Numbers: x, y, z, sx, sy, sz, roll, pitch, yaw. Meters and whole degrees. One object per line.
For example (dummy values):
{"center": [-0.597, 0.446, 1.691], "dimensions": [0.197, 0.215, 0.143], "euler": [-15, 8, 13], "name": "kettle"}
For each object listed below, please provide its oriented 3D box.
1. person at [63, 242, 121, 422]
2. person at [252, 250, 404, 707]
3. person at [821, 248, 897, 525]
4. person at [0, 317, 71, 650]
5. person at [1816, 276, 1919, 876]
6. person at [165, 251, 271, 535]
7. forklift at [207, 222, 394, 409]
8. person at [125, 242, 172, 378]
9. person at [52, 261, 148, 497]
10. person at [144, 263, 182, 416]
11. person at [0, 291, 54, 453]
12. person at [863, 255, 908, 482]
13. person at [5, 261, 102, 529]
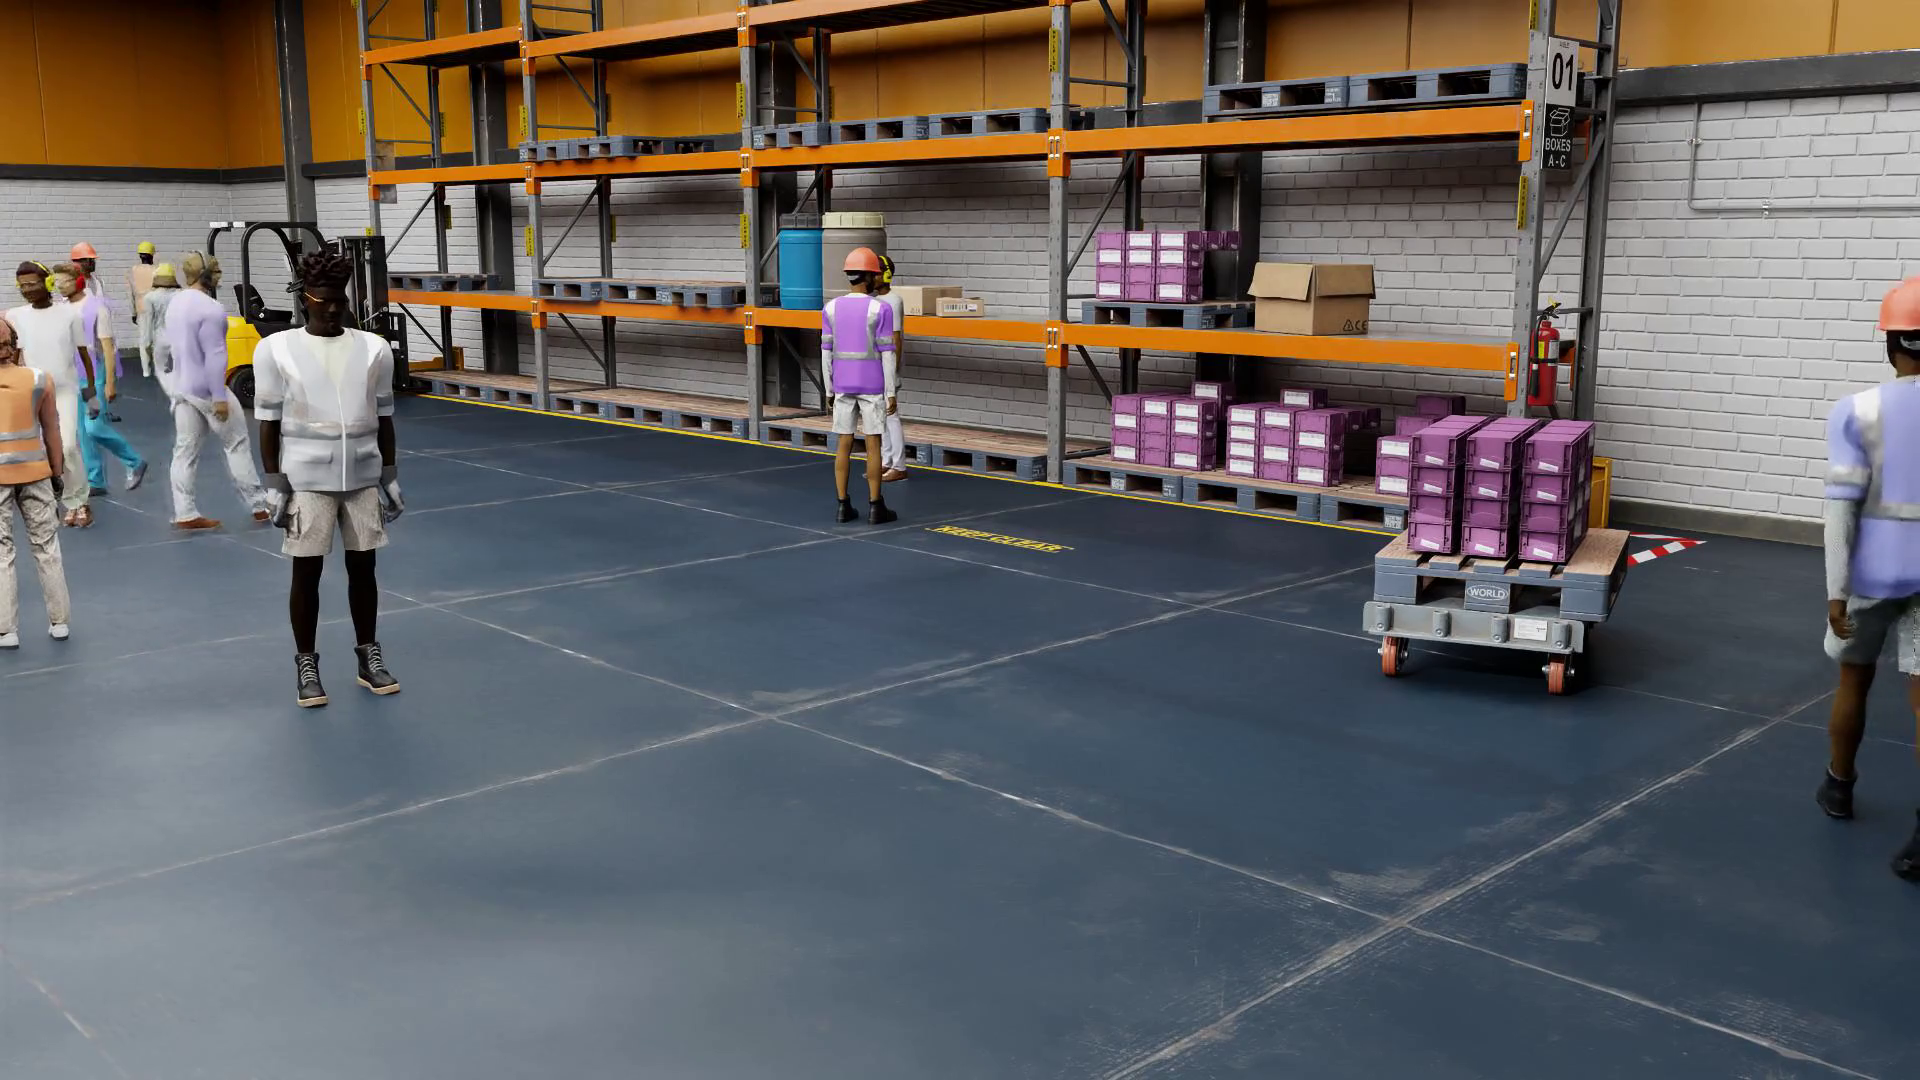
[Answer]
{"center": [-9.336, -2.209, 17.858], "dimensions": [0.349, 1.942, 0.545], "euler": [3, 11, 15], "name": "person"}
{"center": [-2.727, -0.270, 7.233], "dimensions": [0.605, 1.961, 0.364], "euler": [-8, 13, -38], "name": "person"}
{"center": [-0.693, -1.077, 11.705], "dimensions": [0.552, 1.933, 0.368], "euler": [4, 11, 21], "name": "person"}
{"center": [-4.669, -0.280, 8.172], "dimensions": [0.313, 1.636, 0.517], "euler": [9, 14, 42], "name": "person"}
{"center": [3.075, 0.105, 5.385], "dimensions": [0.548, 1.902, 0.960], "euler": [3, 11, 18], "name": "person"}
{"center": [-5.051, -1.011, 11.415], "dimensions": [0.655, 1.906, 0.900], "euler": [7, 13, 34], "name": "person"}
{"center": [-8.169, -2.758, 20.163], "dimensions": [2.313, 2.155, 1.214], "euler": [-10, 14, -44], "name": "forklift"}
{"center": [-11.528, -3.272, 23.697], "dimensions": [0.584, 1.927, 0.369], "euler": [-1, 10, -6], "name": "person"}
{"center": [-6.685, -1.232, 12.846], "dimensions": [0.573, 1.831, 0.476], "euler": [6, 12, 30], "name": "person"}
{"center": [-8.680, -2.186, 18.319], "dimensions": [0.493, 1.720, 0.577], "euler": [-9, 14, -42], "name": "person"}
{"center": [-7.396, -1.287, 13.359], "dimensions": [0.458, 1.737, 0.563], "euler": [10, 14, 43], "name": "person"}
{"center": [-0.617, -1.406, 13.722], "dimensions": [0.319, 1.860, 0.509], "euler": [-4, 11, -20], "name": "person"}
{"center": [-6.240, -0.980, 11.432], "dimensions": [0.527, 1.840, 0.607], "euler": [-2, 11, -9], "name": "person"}
